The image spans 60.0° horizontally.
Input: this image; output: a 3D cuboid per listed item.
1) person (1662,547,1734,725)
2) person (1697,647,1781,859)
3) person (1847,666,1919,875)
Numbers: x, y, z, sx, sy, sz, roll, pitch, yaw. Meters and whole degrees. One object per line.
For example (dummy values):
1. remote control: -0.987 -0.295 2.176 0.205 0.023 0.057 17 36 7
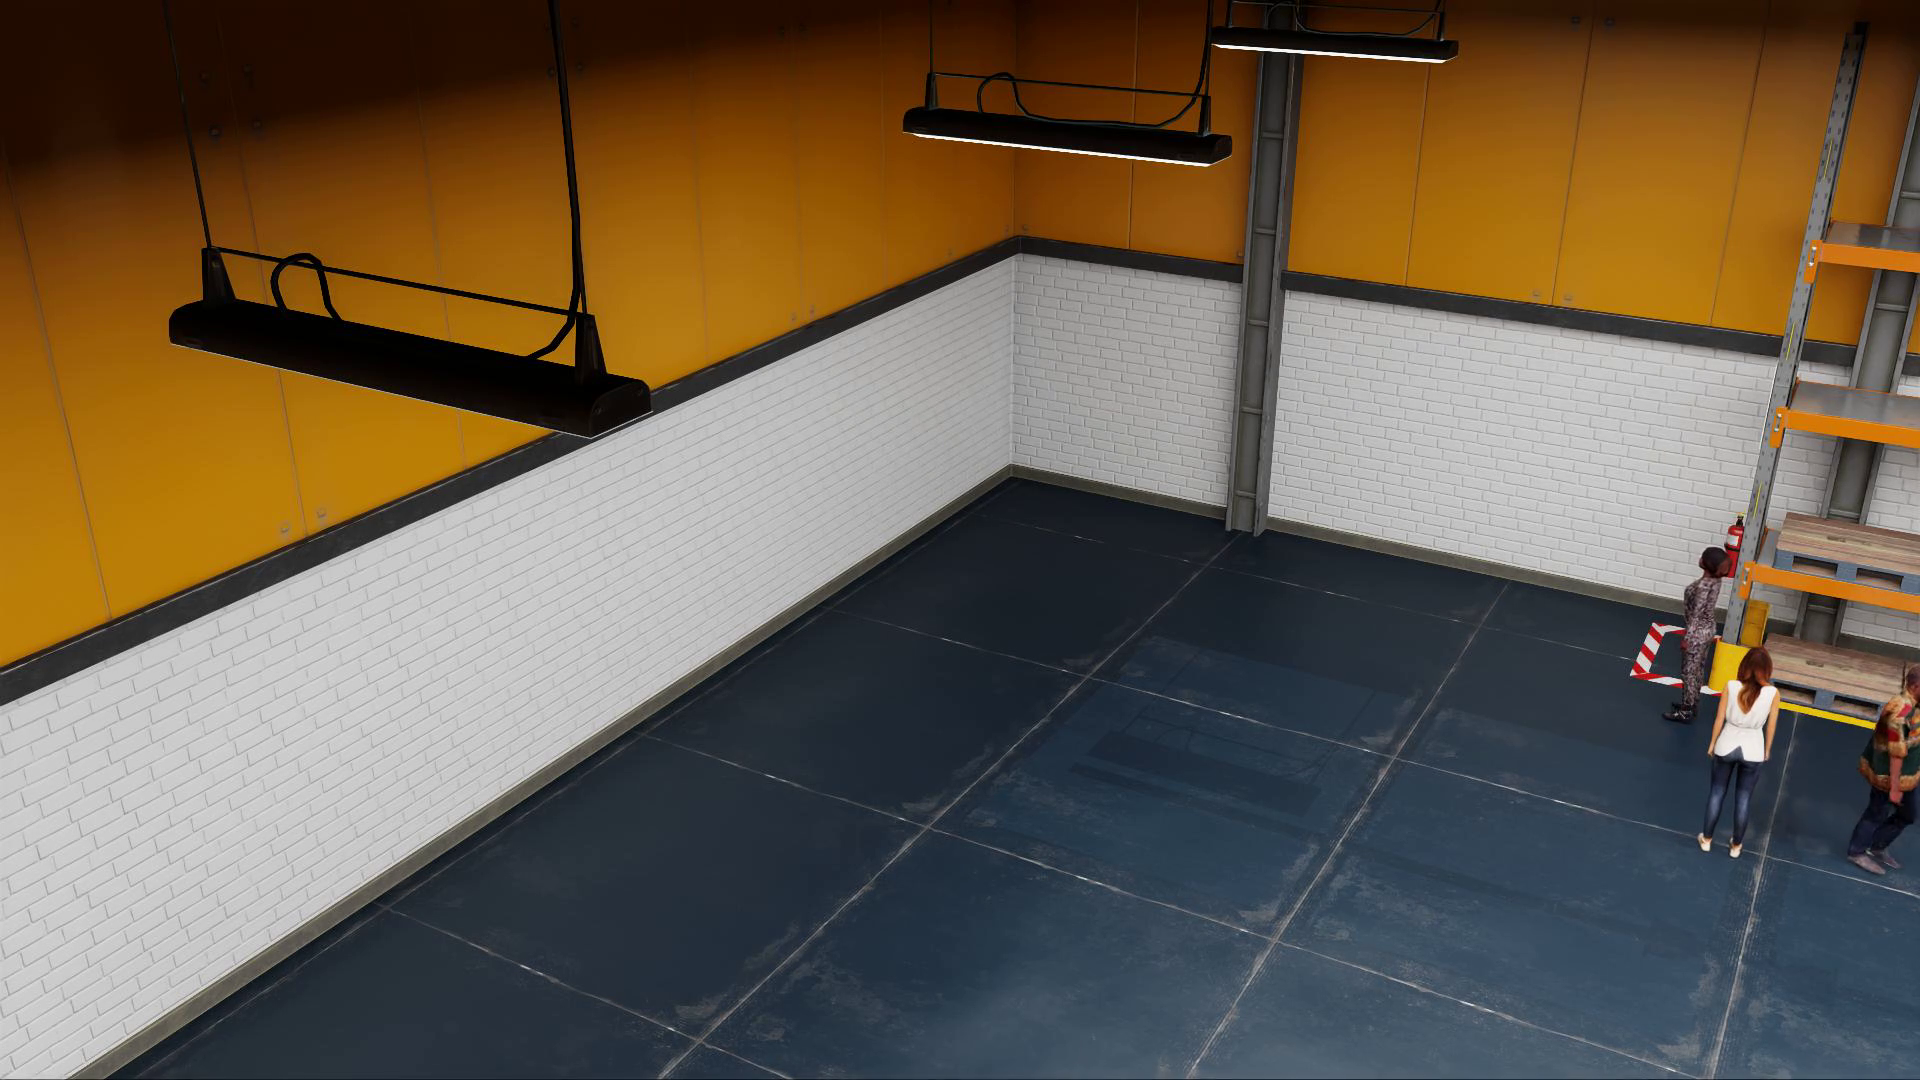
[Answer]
1. person: 6.652 0.848 14.977 0.630 1.713 0.626 21 31 39
2. person: 6.100 1.665 13.021 0.485 1.782 0.660 10 26 22
3. person: 7.105 1.746 12.824 0.794 1.792 0.816 -16 29 -33
